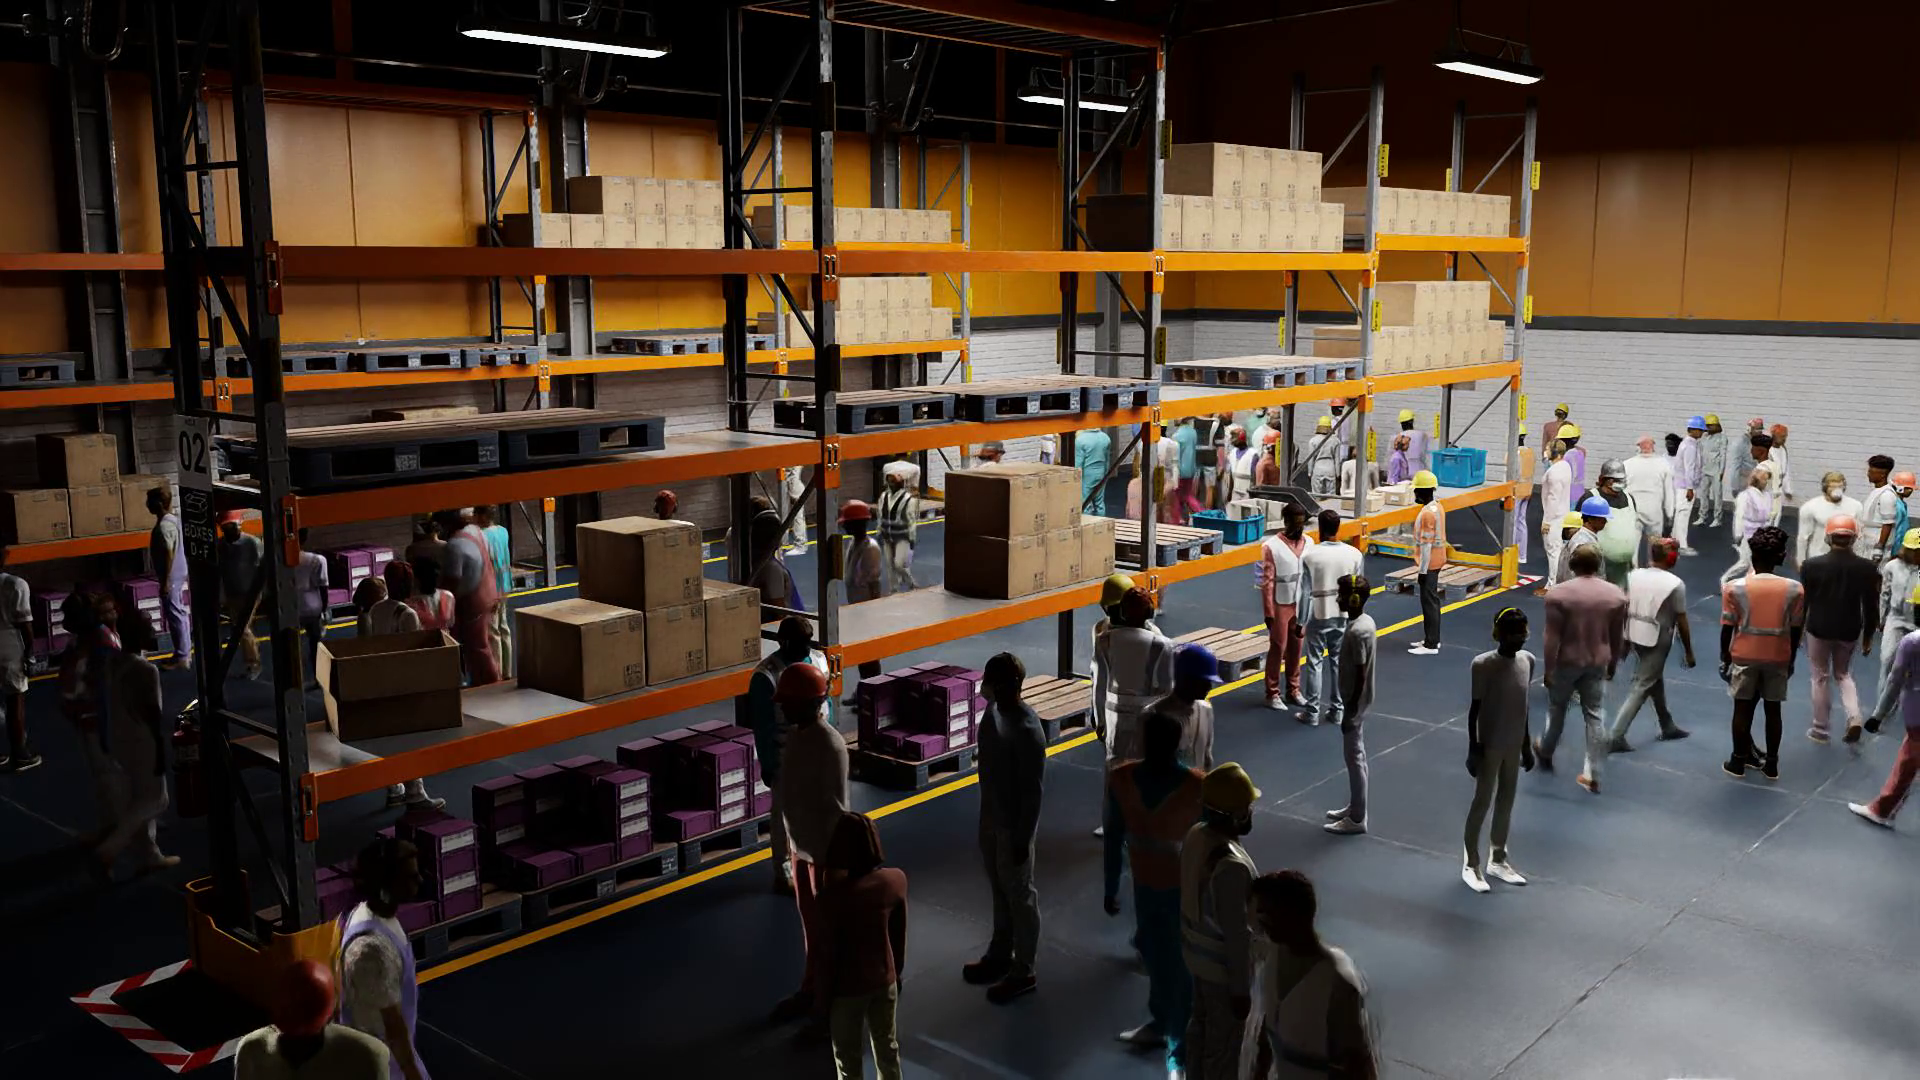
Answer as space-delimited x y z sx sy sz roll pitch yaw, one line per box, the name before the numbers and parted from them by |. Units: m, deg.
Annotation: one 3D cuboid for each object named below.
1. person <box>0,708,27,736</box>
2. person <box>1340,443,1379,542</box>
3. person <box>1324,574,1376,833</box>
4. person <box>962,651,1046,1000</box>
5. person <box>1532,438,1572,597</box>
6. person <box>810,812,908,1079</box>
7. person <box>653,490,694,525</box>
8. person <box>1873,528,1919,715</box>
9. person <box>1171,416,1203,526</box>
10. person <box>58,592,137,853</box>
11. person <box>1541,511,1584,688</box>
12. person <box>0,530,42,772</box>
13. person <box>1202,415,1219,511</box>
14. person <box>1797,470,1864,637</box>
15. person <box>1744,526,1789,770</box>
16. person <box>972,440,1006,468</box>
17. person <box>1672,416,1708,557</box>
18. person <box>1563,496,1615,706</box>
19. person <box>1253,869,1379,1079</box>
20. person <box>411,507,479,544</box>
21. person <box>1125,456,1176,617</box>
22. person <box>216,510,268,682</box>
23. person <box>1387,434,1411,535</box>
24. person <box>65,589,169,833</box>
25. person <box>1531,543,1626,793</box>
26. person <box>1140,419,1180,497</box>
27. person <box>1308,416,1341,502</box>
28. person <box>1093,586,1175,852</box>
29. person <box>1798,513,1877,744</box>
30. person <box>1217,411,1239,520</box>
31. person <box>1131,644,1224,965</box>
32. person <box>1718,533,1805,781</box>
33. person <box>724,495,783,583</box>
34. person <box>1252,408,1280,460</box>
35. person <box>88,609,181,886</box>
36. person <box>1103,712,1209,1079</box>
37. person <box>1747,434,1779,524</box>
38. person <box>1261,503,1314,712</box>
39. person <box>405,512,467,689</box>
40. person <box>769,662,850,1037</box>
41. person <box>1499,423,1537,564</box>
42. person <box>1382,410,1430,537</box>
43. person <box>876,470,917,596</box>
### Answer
person | -8.064 0.889 13.476 0.742 1.874 0.689 -4 10 -22
person | 5.553 -0.576 23.072 0.527 1.593 0.823 3 10 17
person | 2.792 1.163 11.865 0.312 1.866 0.538 3 10 17
person | 0.259 1.567 9.238 0.373 1.940 0.628 -4 10 -22
person | 7.200 -0.267 20.184 0.372 1.940 0.631 5 11 29
person | -0.451 2.015 7.471 0.497 1.633 0.284 -8 12 -40
person | -2.799 0.459 16.017 0.573 1.883 0.354 -4 10 -20
person | 8.426 0.746 14.775 0.500 1.718 0.636 7 12 37
person | 3.333 -0.998 24.434 0.655 1.975 0.618 9 13 44
person | -5.938 1.255 11.433 0.430 1.833 0.621 -9 13 -42
person | 5.739 0.594 15.625 0.299 1.745 0.483 -2 10 -14
person | -7.673 0.884 13.274 0.599 1.958 0.379 0 10 0
person | 3.943 -1.313 26.453 0.386 1.931 0.544 -2 10 -10
person | 9.132 0.199 17.527 0.630 1.908 0.919 0 10 1
person | 6.455 0.852 13.417 0.367 1.966 0.604 5 11 27
person | 0.346 -0.261 19.841 0.650 2.000 0.727 -5 11 -28
person | 10.109 -0.755 23.077 0.402 1.944 0.605 3 10 18
person | 5.748 0.555 15.285 0.414 1.939 0.605 6 11 31
person | 1.356 2.136 6.263 0.419 1.817 0.653 -3 10 -18
person | -5.331 0.182 17.196 0.682 2.000 0.535 -6 11 -31
person | 2.065 -0.018 18.844 0.673 1.881 0.785 7 12 37
person | -6.998 0.515 16.100 0.595 1.732 0.490 3 10 18
person | 6.215 -0.686 23.608 0.313 1.631 0.525 4 10 21
person | -5.914 1.223 11.638 0.403 1.833 0.601 5 11 27
person | 4.838 0.953 13.045 0.646 1.888 0.966 1 10 4
person | 2.822 -0.814 23.510 0.587 1.920 0.396 5 11 26
person | 5.522 -1.019 25.278 0.484 1.737 0.321 0 10 0
person | 1.182 1.243 11.353 0.577 1.880 0.352 4 10 22
person | 7.338 0.761 13.954 0.614 1.972 0.508 1 10 5
person | 4.174 -1.114 25.537 0.339 1.857 0.746 6 11 33
person | 1.244 1.528 9.517 0.635 1.918 0.471 -9 13 -43
person | 6.291 0.916 13.112 0.602 1.948 0.416 2 10 14
person | -1.945 0.481 16.014 0.621 1.843 0.429 -7 12 -37
person | 4.661 -1.035 24.919 0.652 1.895 0.401 -6 11 -34
person | -5.418 1.367 10.801 0.509 1.824 0.666 5 11 27
person | 0.996 1.755 8.301 0.626 1.879 0.680 7 12 34
person | 9.888 -0.335 20.543 0.387 1.956 0.604 9 13 42
person | 2.971 0.600 15.115 0.598 1.908 0.410 -6 11 -33
person | -4.953 0.568 15.736 0.523 1.762 0.328 -1 10 -3
person | -0.788 1.618 8.814 0.414 1.986 0.637 -5 11 -29
person | 7.466 -0.613 22.335 0.591 1.913 0.399 -7 12 -36
person | 6.580 -0.975 24.600 0.615 1.880 0.892 -1 10 -6
person | -0.752 -0.017 19.618 0.525 1.626 0.390 7 12 36
